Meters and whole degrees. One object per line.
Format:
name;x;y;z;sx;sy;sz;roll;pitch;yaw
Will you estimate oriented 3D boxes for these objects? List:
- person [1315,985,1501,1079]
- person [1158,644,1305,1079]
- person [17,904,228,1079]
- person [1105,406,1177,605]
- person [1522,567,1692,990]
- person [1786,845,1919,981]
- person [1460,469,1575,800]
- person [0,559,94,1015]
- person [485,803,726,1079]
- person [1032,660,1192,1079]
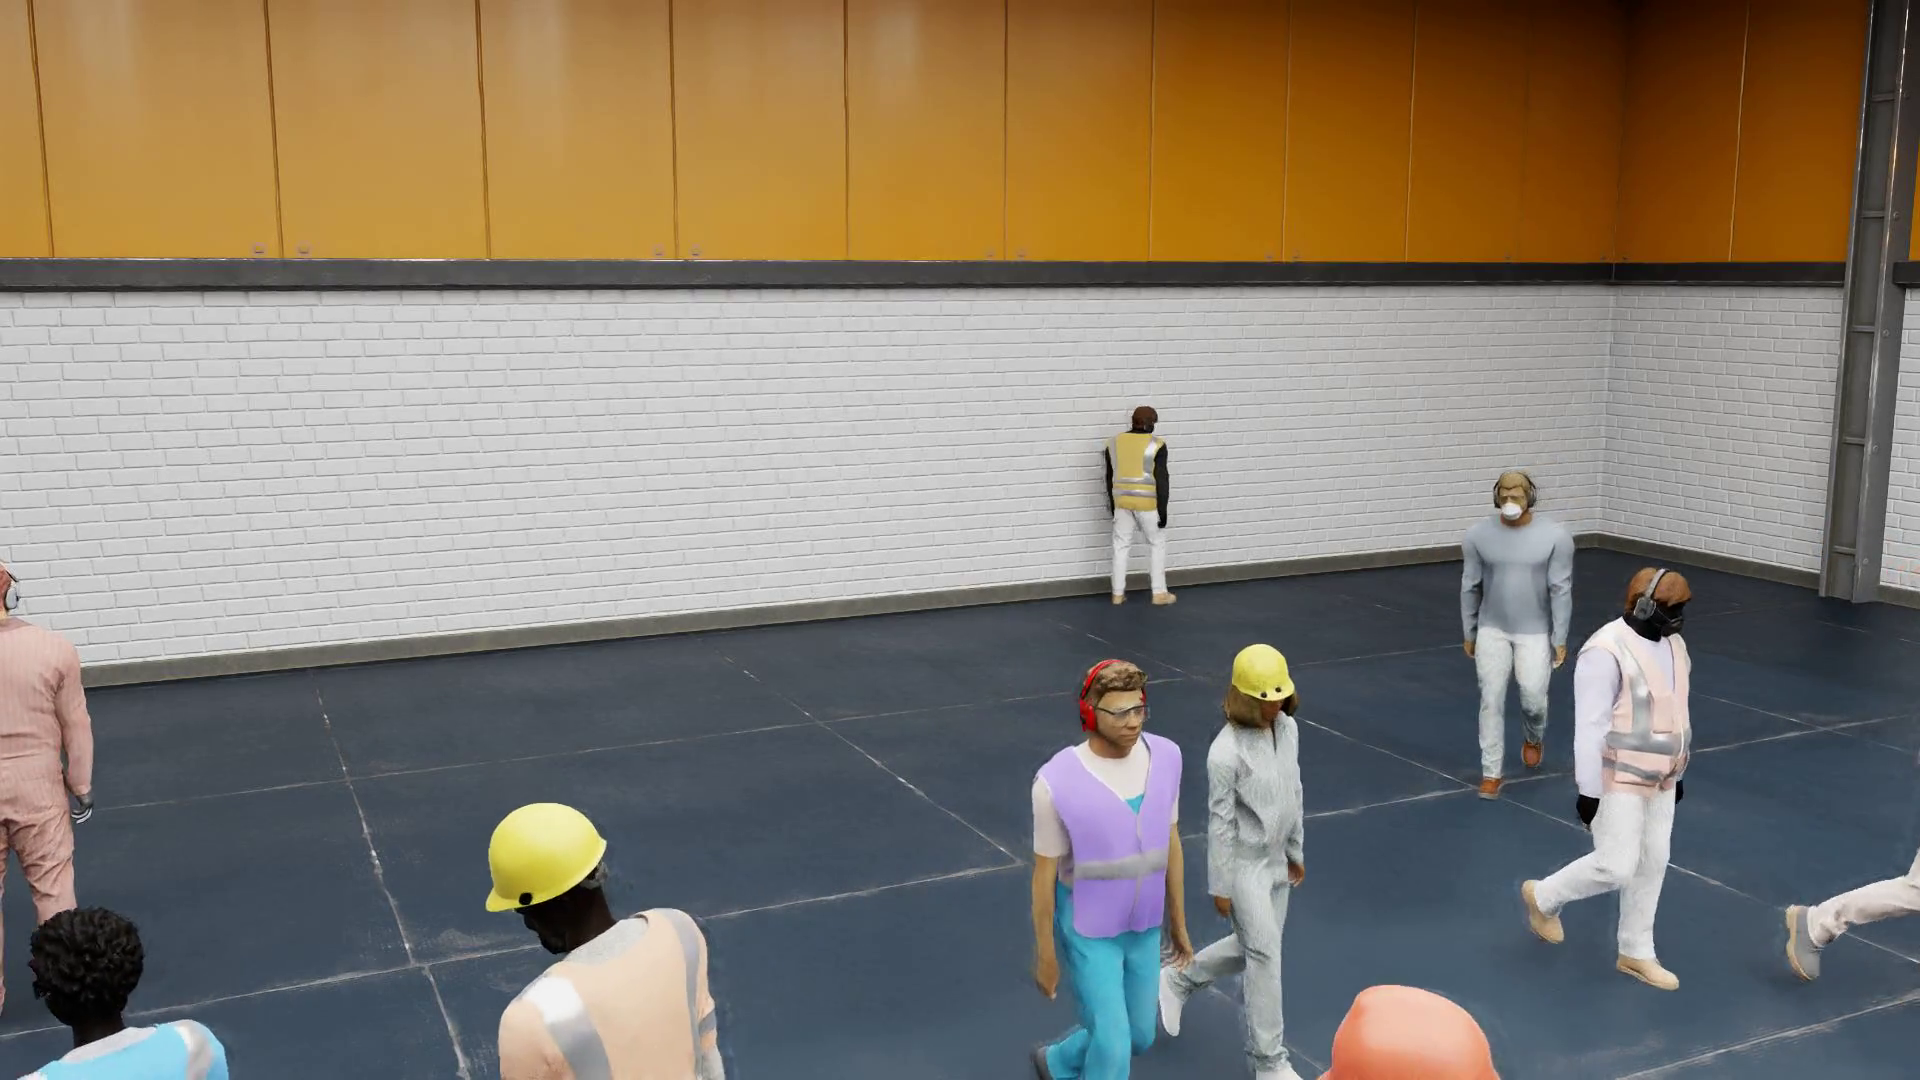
person;0.803;1.655;2.705;0.544;1.911;0.599;3;10;20
person;1.025;1.189;6.189;0.681;1.711;0.507;8;12;40
person;-1.916;1.613;3.672;0.631;1.674;0.541;5;10;27
person;1.662;-0.303;15.190;0.686;1.824;0.517;6;11;32
person;2.801;0.993;7.126;0.670;1.815;0.615;-7;11;-35
person;3.952;1.008;6.679;0.643;1.938;0.988;-8;12;-42
person;3.243;0.521;9.724;0.632;1.918;0.717;4;10;25
person;-3.864;1.009;6.730;0.652;1.904;0.402;-5;10;-28
person;-0.793;1.490;3.797;0.417;1.881;0.652;5;11;30
person;0.451;1.256;5.450;0.574;1.823;0.726;-7;11;-35
